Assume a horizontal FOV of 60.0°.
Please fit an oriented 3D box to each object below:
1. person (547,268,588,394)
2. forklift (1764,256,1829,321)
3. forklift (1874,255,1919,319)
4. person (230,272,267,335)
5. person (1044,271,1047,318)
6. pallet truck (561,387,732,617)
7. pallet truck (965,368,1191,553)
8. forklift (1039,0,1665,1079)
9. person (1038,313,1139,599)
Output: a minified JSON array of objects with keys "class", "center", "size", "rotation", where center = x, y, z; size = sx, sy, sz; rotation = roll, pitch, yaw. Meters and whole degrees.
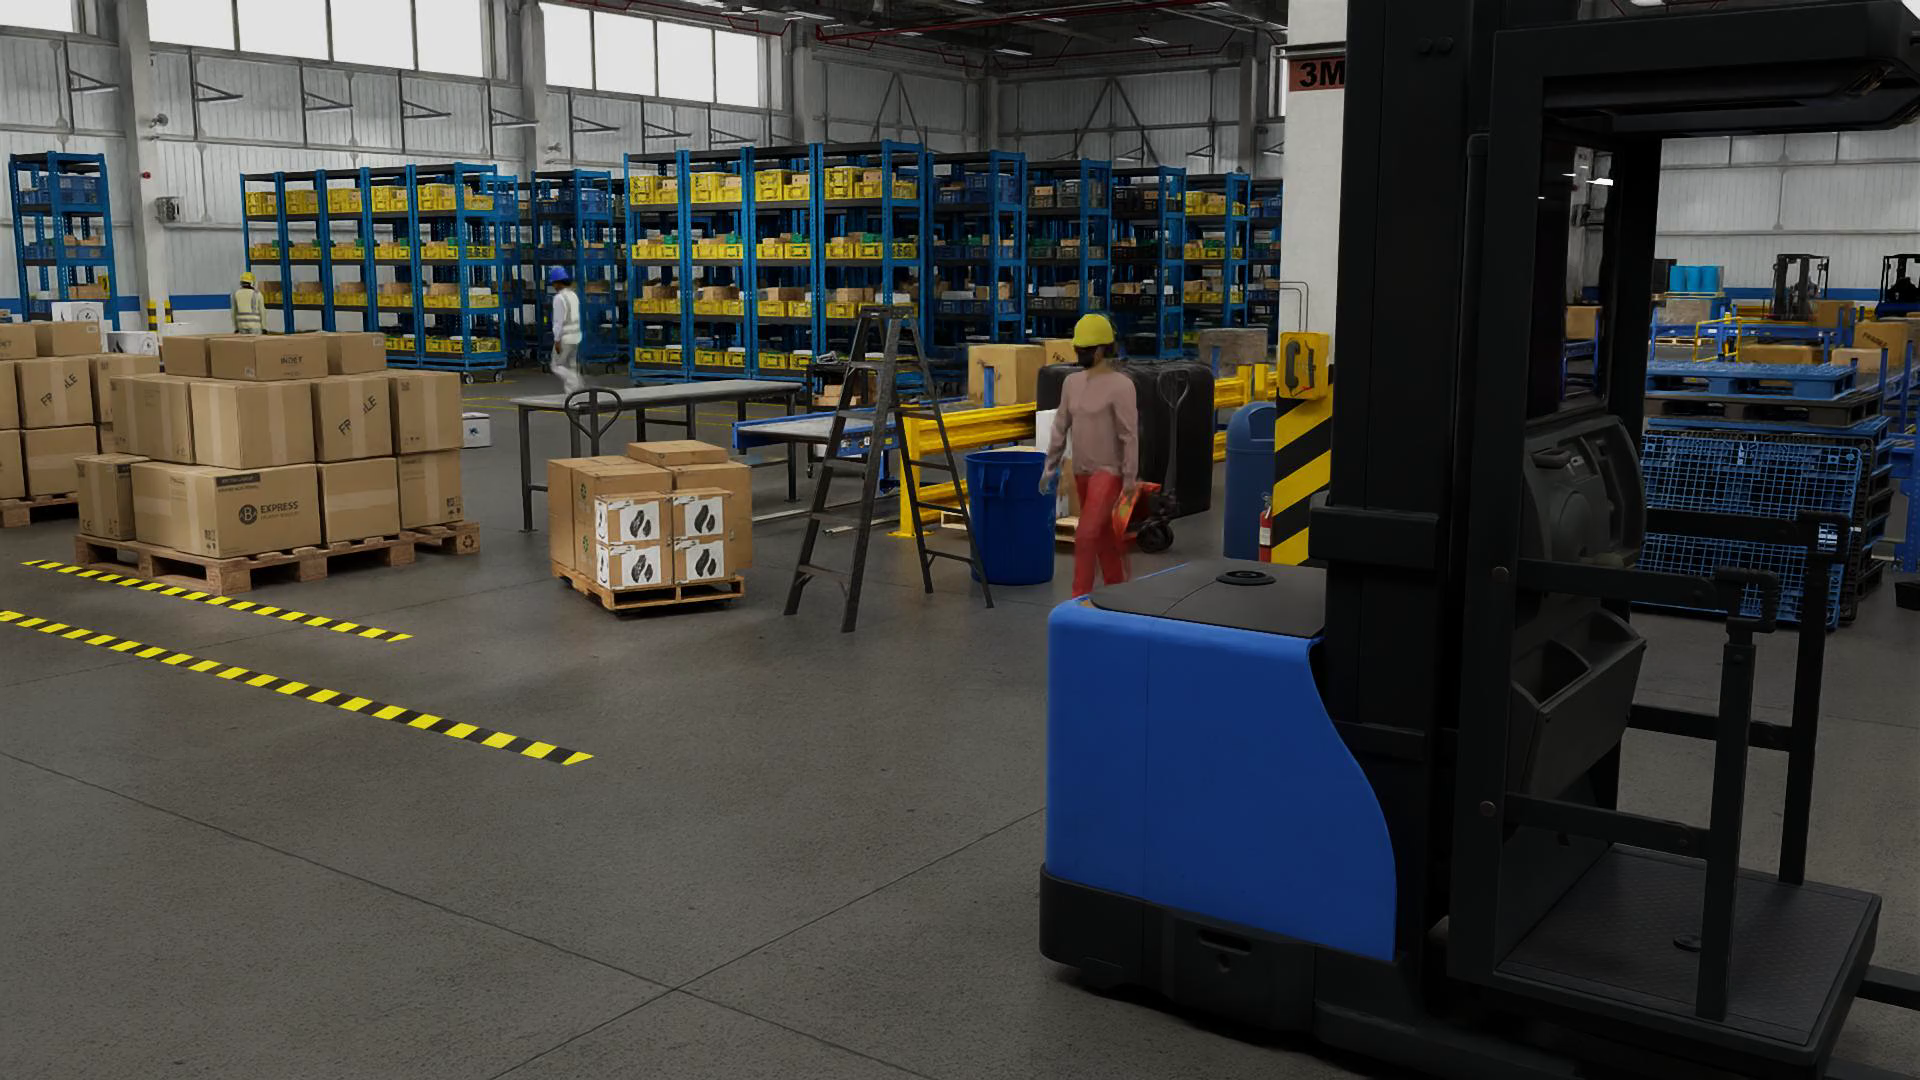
[{"class":"person","center":[-5.338,-2.734,22.654],"size":[0.549,1.922,0.639],"rotation":[2,10,14]},{"class":"forklift","center":[20.253,-5.854,40.139],"size":[1.157,1.987,2.680],"rotation":[7,12,35]},{"class":"forklift","center":[22.089,-5.634,38.796],"size":[1.157,1.987,2.680],"rotation":[6,11,33]},{"class":"person","center":[-12.135,-3.659,28.447],"size":[0.590,1.835,0.404],"rotation":[1,10,4]},{"class":"person","center":[1.986,-5.603,39.982],"size":[0.570,1.845,0.380],"rotation":[7,12,36]},{"class":"pallet truck","center":[-1.981,-0.274,10.088],"size":[0.680,1.201,1.601],"rotation":[-5,11,-28]},{"class":"pallet truck","center":[0.845,-0.609,11.869],"size":[1.630,1.274,0.653],"rotation":[7,12,35]},{"class":"forklift","center":[1.249,-0.137,4.360],"size":[1.873,2.768,1.129],"rotation":[7,12,35]},{"class":"person","center":[0.652,-0.337,8.934],"size":[0.783,1.735,0.540],"rotation":[-6,11,-33]}]
